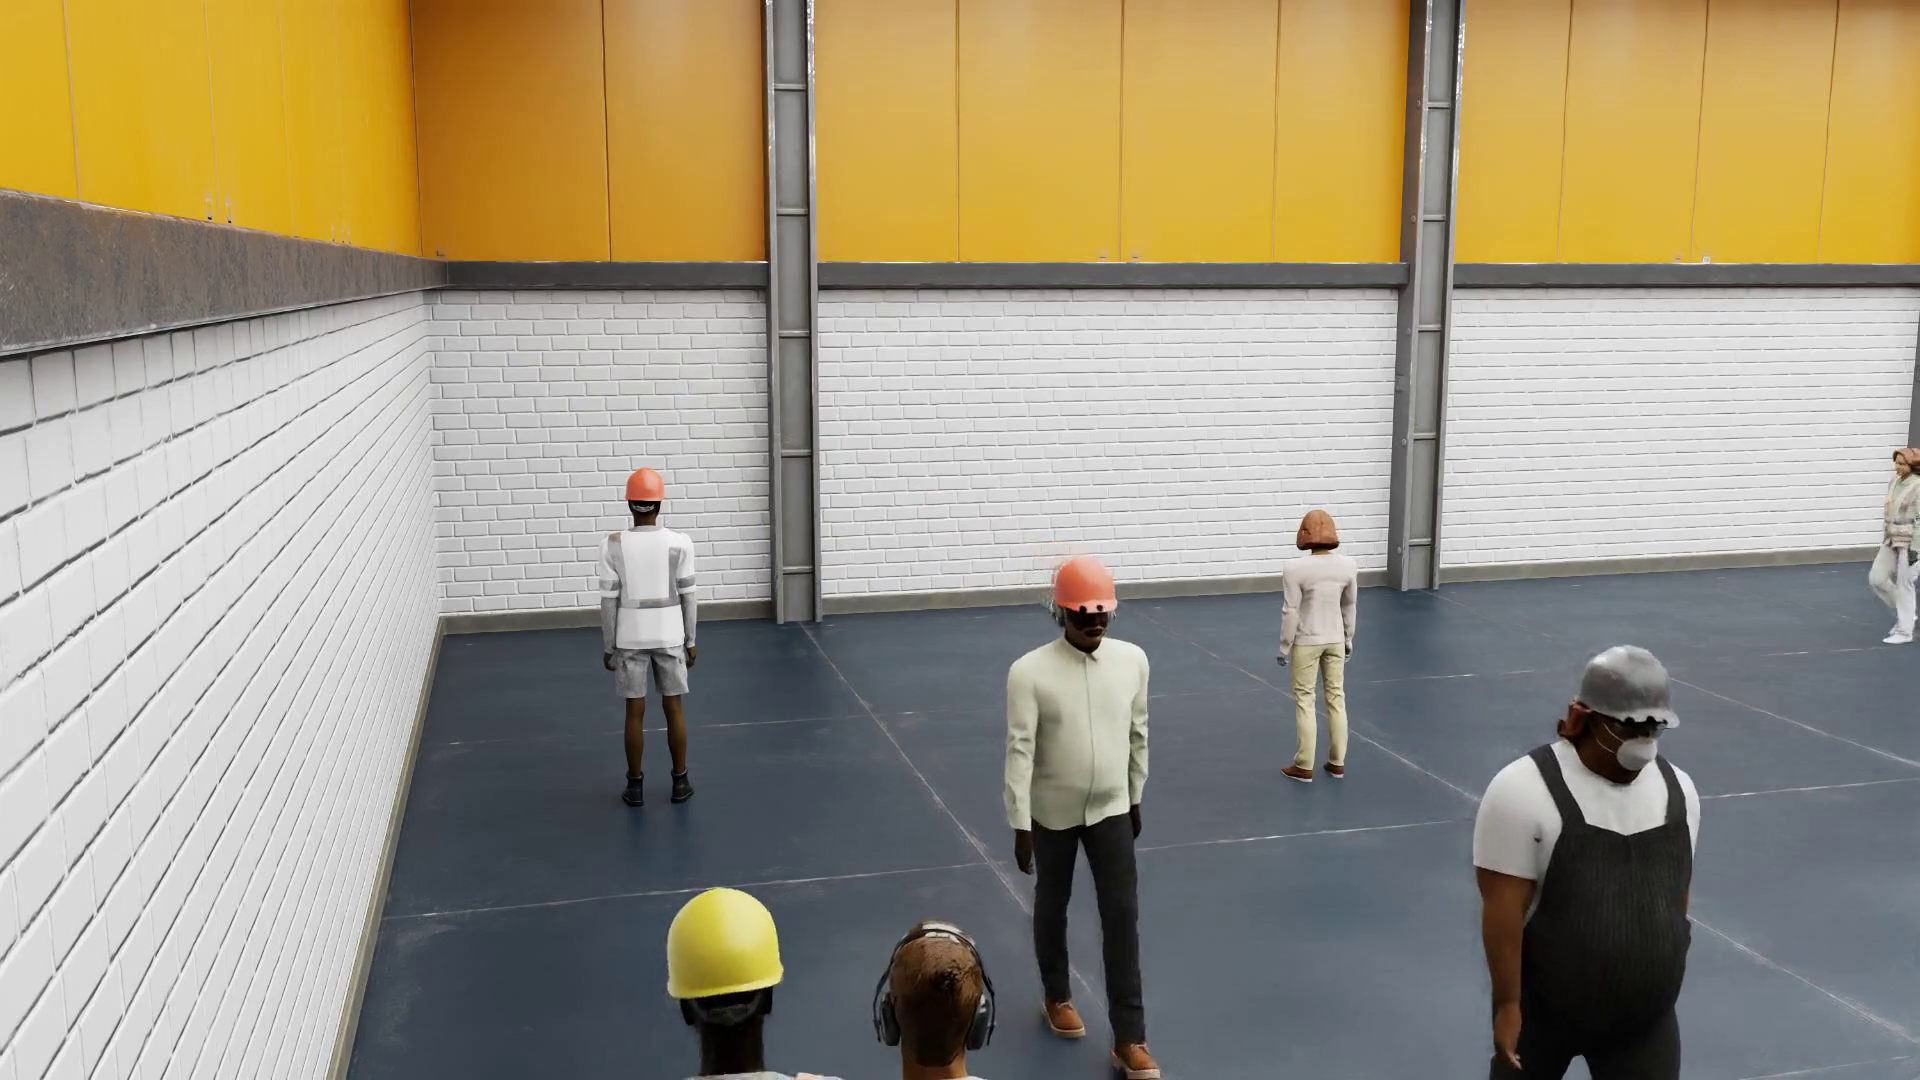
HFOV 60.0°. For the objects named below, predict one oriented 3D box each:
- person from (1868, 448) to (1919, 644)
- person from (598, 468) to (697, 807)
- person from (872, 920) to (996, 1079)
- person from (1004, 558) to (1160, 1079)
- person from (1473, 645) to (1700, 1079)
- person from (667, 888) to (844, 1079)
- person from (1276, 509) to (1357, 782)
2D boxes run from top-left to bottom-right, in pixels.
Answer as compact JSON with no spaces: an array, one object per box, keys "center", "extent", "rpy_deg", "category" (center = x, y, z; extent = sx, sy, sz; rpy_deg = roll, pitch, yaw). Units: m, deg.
[{"center":[7.693,0.051,13.590],"extent":[0.363,1.621,0.537],"rpy_deg":[0,9,-2],"category":"person"},{"center":[-1.770,0.555,9.475],"extent":[0.543,1.939,0.359],"rpy_deg":[-2,9,-11],"category":"person"},{"center":[-0.042,1.615,3.147],"extent":[0.505,1.846,0.347],"rpy_deg":[-1,9,-6],"category":"person"},{"center":[0.488,1.051,6.313],"extent":[0.642,1.951,0.935],"rpy_deg":[-3,10,-17],"category":"person"},{"center":[1.832,1.240,4.880],"extent":[0.686,2.000,1.008],"rpy_deg":[-1,9,-5],"category":"person"},{"center":[-0.395,1.605,3.049],"extent":[0.603,1.903,0.625],"rpy_deg":[-1,9,-4],"category":"person"},{"center":[2.133,0.631,9.954],"extent":[0.507,1.631,0.273],"rpy_deg":[-3,10,-19],"category":"person"}]
